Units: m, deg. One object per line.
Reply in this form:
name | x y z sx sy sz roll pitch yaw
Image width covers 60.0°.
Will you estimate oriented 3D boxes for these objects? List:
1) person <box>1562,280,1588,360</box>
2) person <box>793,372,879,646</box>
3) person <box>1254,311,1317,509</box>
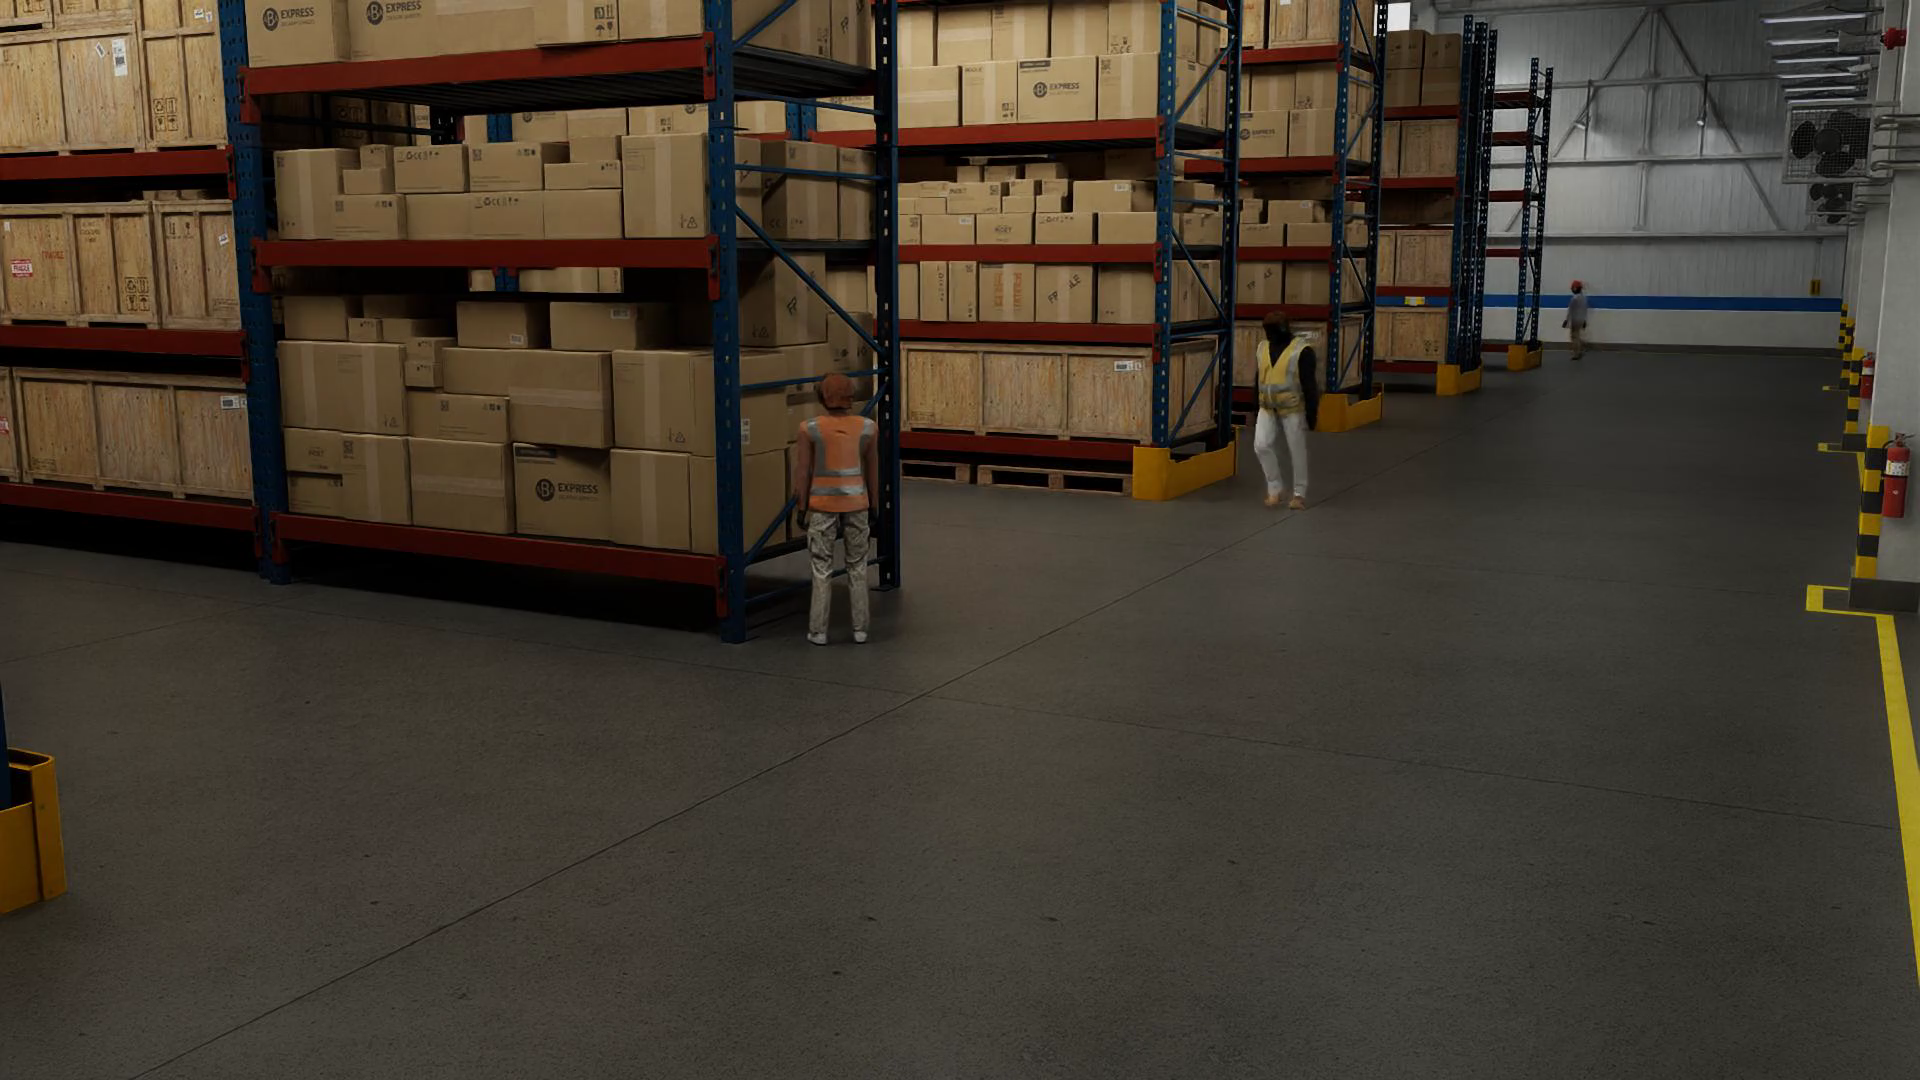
person | 13.434 -4.785 36.279 0.559 1.730 0.413 -9 13 -41
person | -0.730 -0.176 9.887 0.518 1.632 0.315 -3 10 -17
person | 2.941 -1.169 15.122 0.714 1.801 0.606 9 14 43
